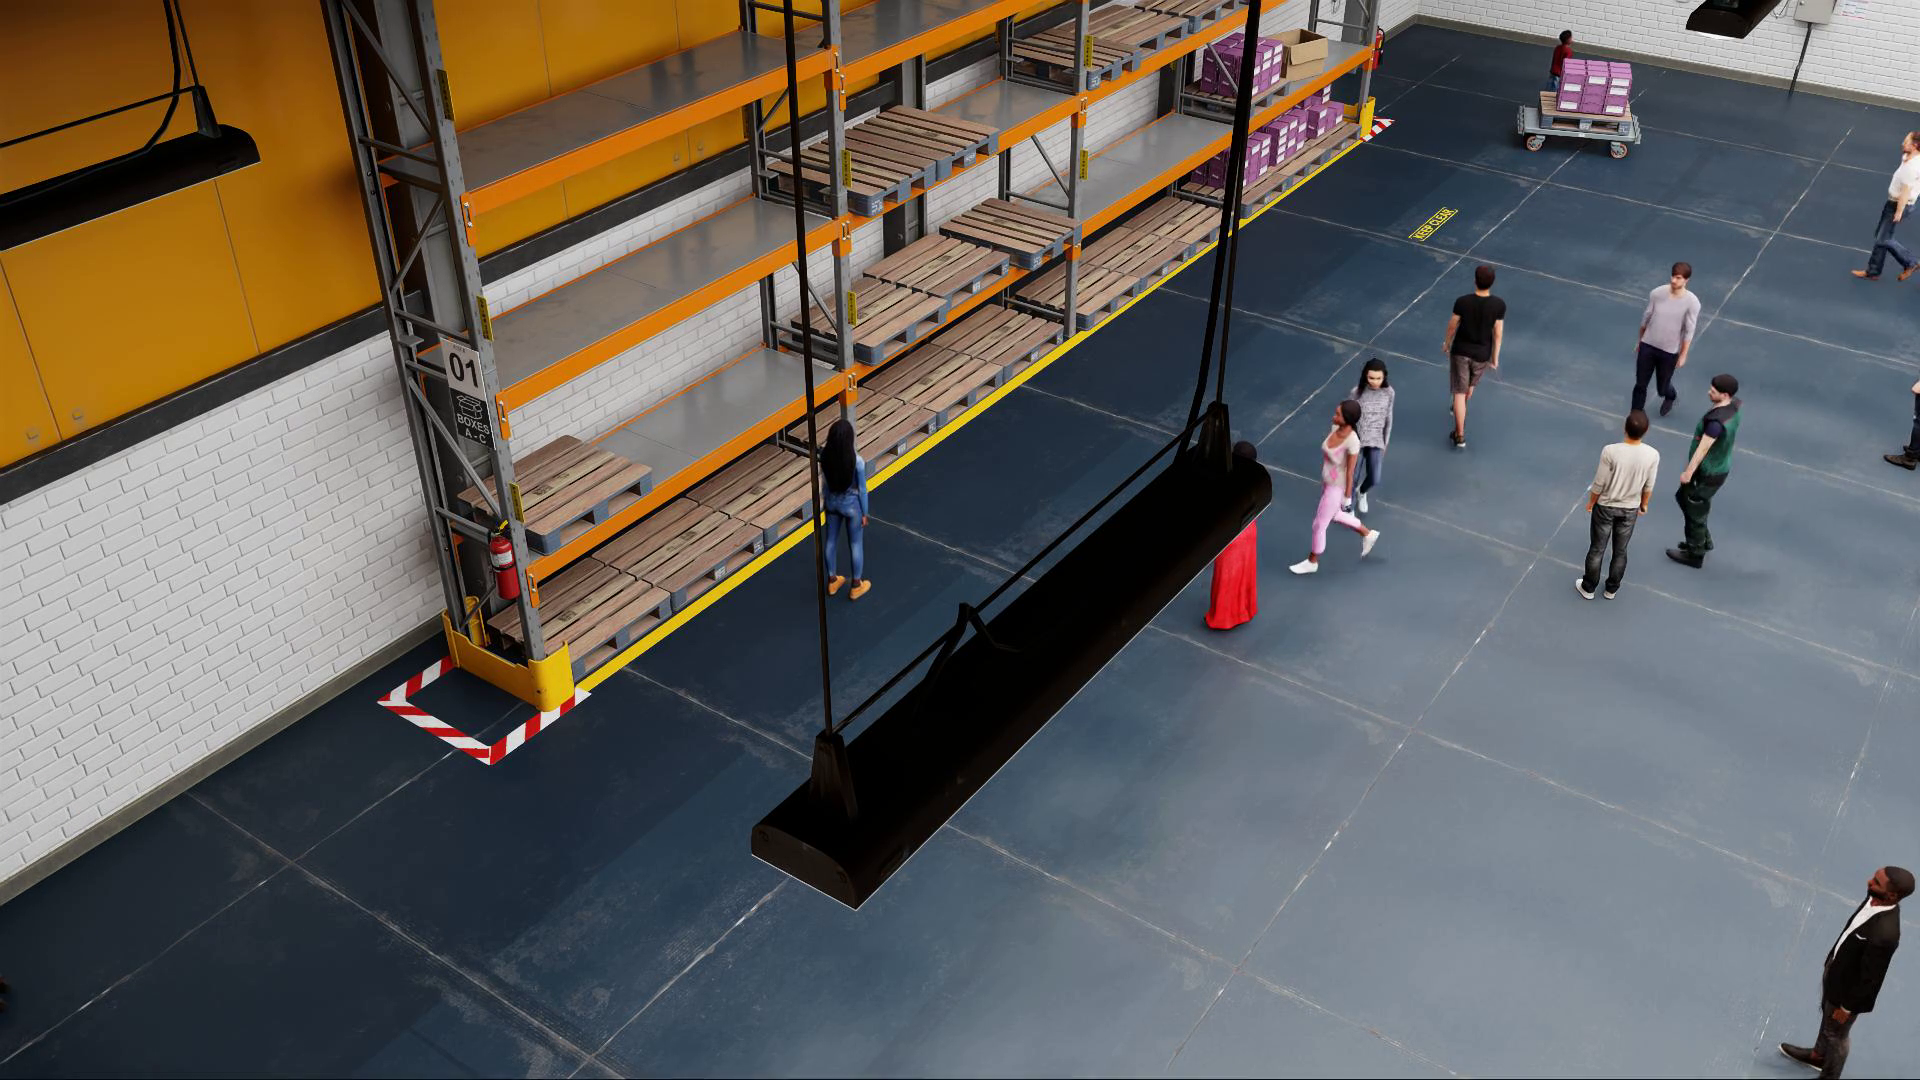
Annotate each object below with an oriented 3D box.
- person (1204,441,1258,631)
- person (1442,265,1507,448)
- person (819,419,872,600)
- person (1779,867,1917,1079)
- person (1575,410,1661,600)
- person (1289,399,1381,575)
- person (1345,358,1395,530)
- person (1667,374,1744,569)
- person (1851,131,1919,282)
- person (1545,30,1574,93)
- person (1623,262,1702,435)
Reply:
[{"bbox_3d":[2.282,-0.038,13.809,0.678,1.784,0.781,-16,37,-23],"label":"person"},{"bbox_3d":[5.038,-1.785,16.405,1.030,1.820,1.278,4,34,6],"label":"person"},{"bbox_3d":[-0.997,-0.265,14.217,0.624,1.711,0.571,14,36,20],"label":"person"},{"bbox_3d":[5.265,2.599,9.828,0.769,1.799,0.577,12,35,17],"label":"person"},{"bbox_3d":[5.606,-0.289,14.162,0.729,1.812,0.716,4,34,6],"label":"person"},{"bbox_3d":[3.353,-0.456,14.497,1.105,1.719,1.034,-7,34,-10],"label":"person"},{"bbox_3d":[3.680,-0.931,15.215,0.772,1.715,0.823,0,34,0],"label":"person"},{"bbox_3d":[6.627,-0.579,14.539,0.771,1.878,0.584,20,39,28],"label":"person"},{"bbox_3d":[11.116,-3.866,19.524,0.813,1.834,0.897,16,37,22],"label":"person"},{"bbox_3d":[8.869,-6.927,24.656,0.631,1.250,0.589,-11,35,-16],"label":"person"},{"bbox_3d":[7.045,-1.937,16.629,0.752,1.825,0.979,28,43,36],"label":"person"}]
